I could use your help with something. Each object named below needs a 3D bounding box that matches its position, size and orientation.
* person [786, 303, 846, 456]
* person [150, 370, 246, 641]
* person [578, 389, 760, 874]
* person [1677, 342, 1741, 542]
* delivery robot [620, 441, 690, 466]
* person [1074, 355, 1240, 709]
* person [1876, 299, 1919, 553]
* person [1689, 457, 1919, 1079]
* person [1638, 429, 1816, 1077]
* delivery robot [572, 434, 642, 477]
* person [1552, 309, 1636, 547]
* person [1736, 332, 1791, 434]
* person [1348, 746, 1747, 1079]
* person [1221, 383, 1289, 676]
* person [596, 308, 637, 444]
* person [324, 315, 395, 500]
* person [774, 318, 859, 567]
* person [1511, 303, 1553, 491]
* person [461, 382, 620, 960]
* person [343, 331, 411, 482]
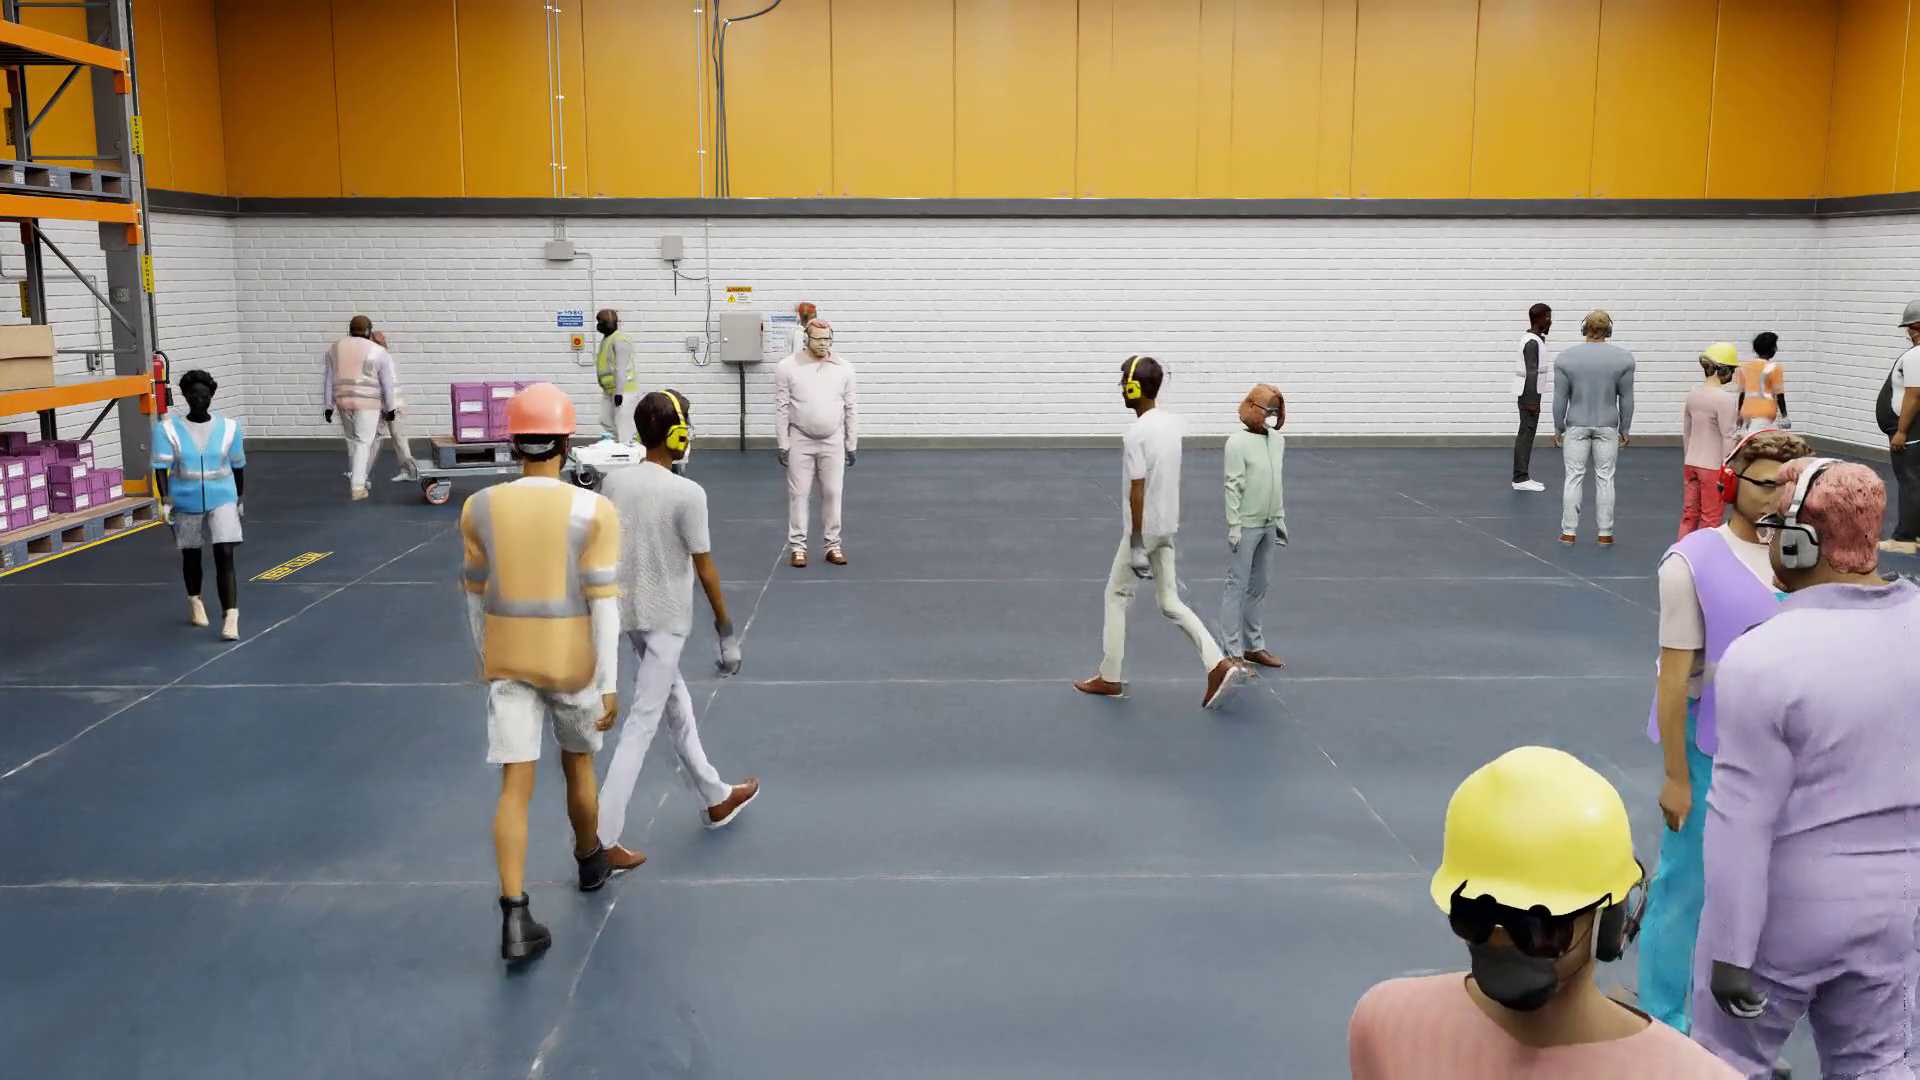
[{"bbox_3d":[-1.755,-1.918,20.023,0.884,1.850,0.600,0,9,2],"label":"person"},{"bbox_3d":[-4.701,-0.232,10.305,0.539,1.657,0.858,-5,10,-27],"label":"person"},{"bbox_3d":[-1.126,0.330,6.411,0.534,1.808,1.036,7,12,36],"label":"person"},{"bbox_3d":[5.217,-0.487,11.550,0.315,1.766,0.523,-2,9,-10],"label":"person"},{"bbox_3d":[-3.268,-0.959,17.851,0.707,0.478,0.477,-6,11,-35],"label":"delivery robot"},{"bbox_3d":[1.030,-0.041,8.614,0.881,1.833,0.497,8,13,42],"label":"person"},{"bbox_3d":[7.642,-0.921,13.357,0.674,2.000,0.535,-7,12,-36],"label":"person"},{"bbox_3d":[1.830,0.775,3.439,0.644,1.883,0.787,-3,10,-15],"label":"person"},{"bbox_3d":[2.129,0.604,4.617,0.565,1.841,0.396,-5,10,-27],"label":"person"},{"bbox_3d":[-3.653,-0.857,17.225,0.707,0.478,0.477,-2,9,-15],"label":"delivery robot"},{"bbox_3d":[5.154,-0.903,13.574,0.637,1.938,0.366,3,10,19],"label":"person"},{"bbox_3d":[7.874,-1.234,16.447,0.873,1.655,0.532,-1,9,-8],"label":"person"},{"bbox_3d":[0.722,1.076,2.040,0.530,1.736,0.801,7,12,39],"label":"person"},{"bbox_3d":[1.668,-0.065,9.355,0.499,1.633,0.279,-9,13,-43],"label":"person"},{"bbox_3d":[-3.877,-1.696,18.776,0.434,1.824,0.647,-6,11,-31],"label":"person"},{"bbox_3d":[-5.930,-1.329,16.572,0.636,1.806,0.804,1,9,8],"label":"person"},{"bbox_3d":[-1.086,-0.742,12.718,0.643,1.896,0.406,-3,10,-15],"label":"person"},{"bbox_3d":[5.867,-1.470,17.109,0.375,1.915,0.599,3,10,17],"label":"person"},{"bbox_3d":[-1.419,0.413,5.663,0.543,1.892,1.008,0,9,0],"label":"person"},{"bbox_3d":[-6.178,-1.402,17.623,0.738,1.603,0.528,-1,9,-4],"label":"person"}]
